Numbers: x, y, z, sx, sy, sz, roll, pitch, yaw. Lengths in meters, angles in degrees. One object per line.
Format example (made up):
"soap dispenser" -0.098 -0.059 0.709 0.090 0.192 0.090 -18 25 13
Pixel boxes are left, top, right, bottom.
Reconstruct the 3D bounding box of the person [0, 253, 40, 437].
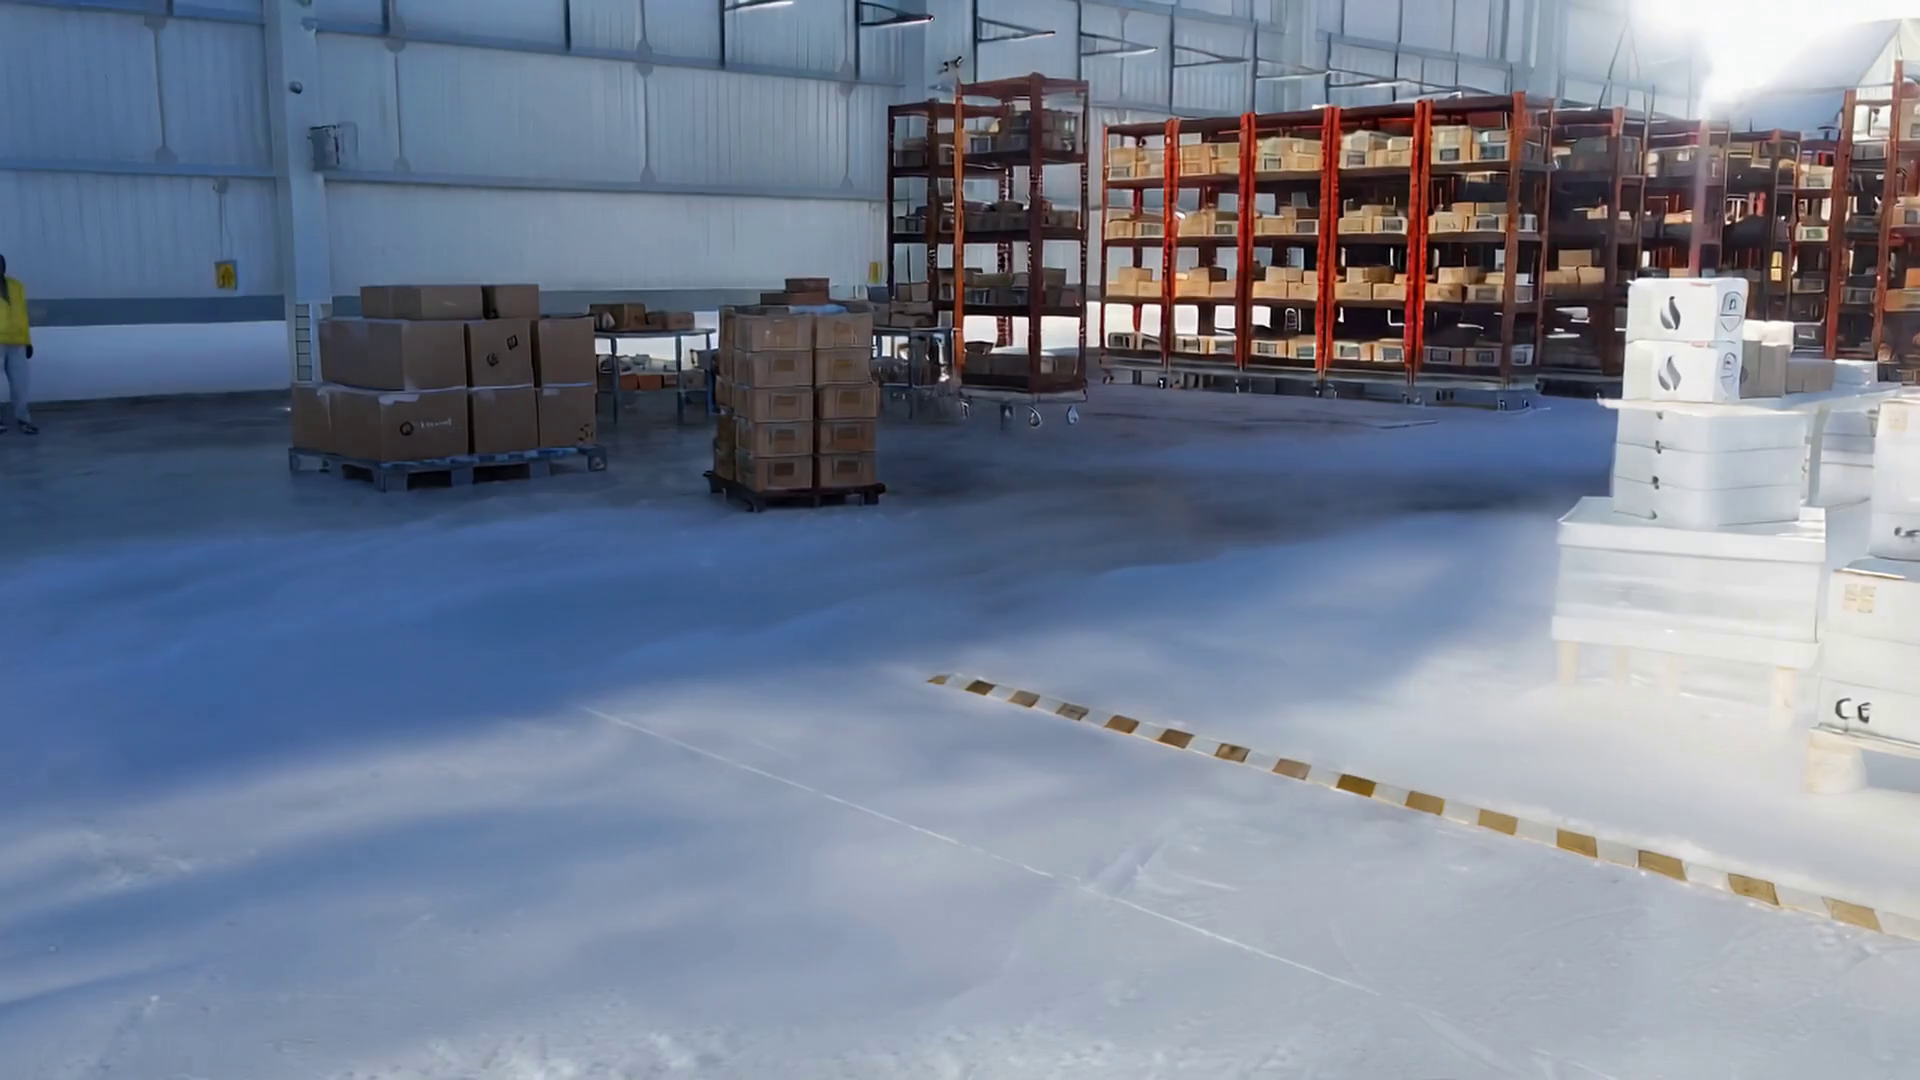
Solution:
"person" -9.449 -1.928 16.378 0.429 1.831 0.630 5 11 29
